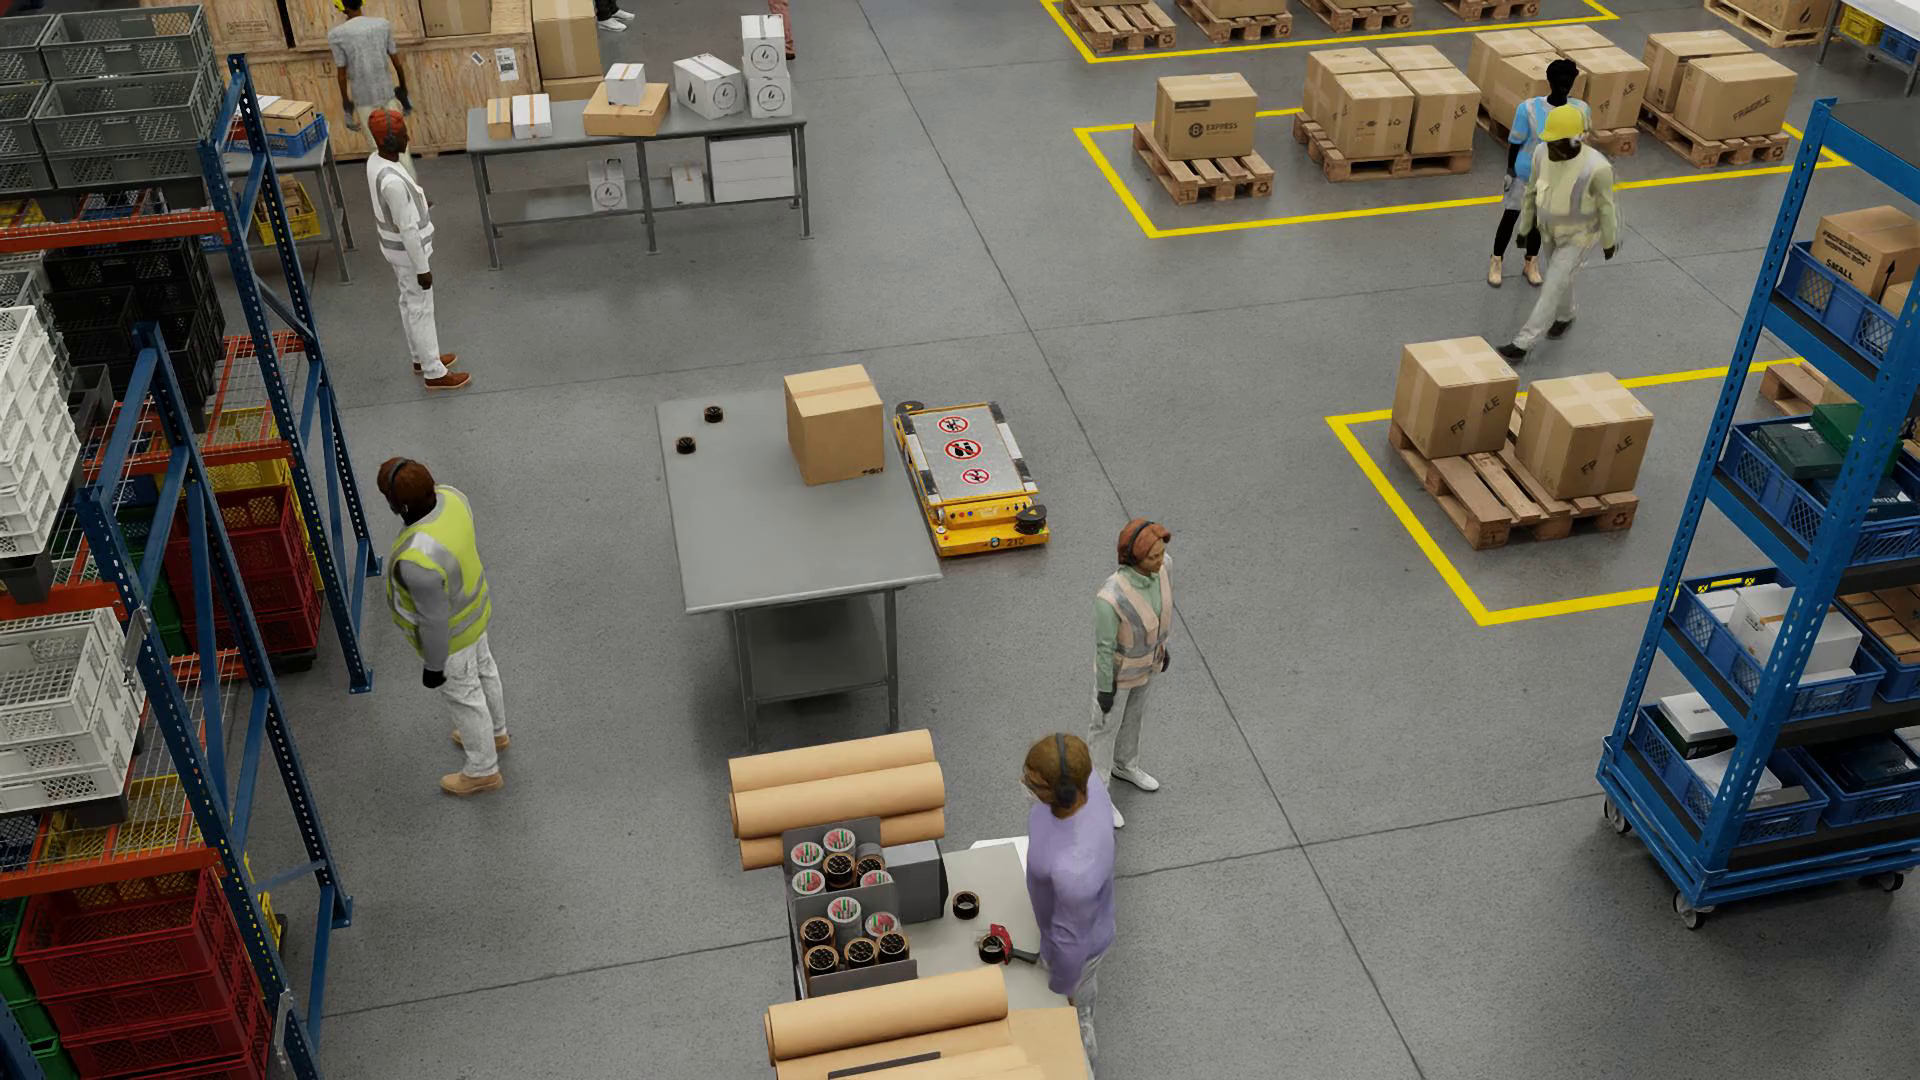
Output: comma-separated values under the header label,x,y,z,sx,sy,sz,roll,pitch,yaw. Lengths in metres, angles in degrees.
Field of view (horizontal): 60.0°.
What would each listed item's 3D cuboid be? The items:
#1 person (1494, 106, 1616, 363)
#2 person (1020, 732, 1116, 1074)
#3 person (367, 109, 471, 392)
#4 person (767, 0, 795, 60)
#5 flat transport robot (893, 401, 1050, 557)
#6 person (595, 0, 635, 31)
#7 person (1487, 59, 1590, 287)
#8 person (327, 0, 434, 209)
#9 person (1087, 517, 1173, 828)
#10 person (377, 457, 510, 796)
label,x,y,z,sx,sy,sz,roll,pitch,yaw
person,3.975,-2.041,11.039,0.941,1.756,0.619,-19,41,-24
person,0.394,1.449,6.206,0.369,1.931,0.628,2,37,3
person,-3.522,-1.852,10.677,0.356,1.886,0.574,-18,40,-23
person,-1.770,-5.445,15.501,0.399,1.900,0.653,-6,37,-8
flat transport robot,0.046,-0.430,10.108,0.652,0.197,1.431,-8,37,-10
person,-3.496,-5.969,16.182,0.381,1.918,0.596,4,37,5
person,4.128,-2.608,11.848,0.536,1.696,0.322,0,37,0
person,-4.450,-3.347,12.716,0.550,1.854,0.440,-30,46,-34
person,0.778,0.584,7.605,0.311,1.642,0.512,26,44,31
person,-2.383,0.399,7.691,0.430,1.841,0.624,0,37,0
